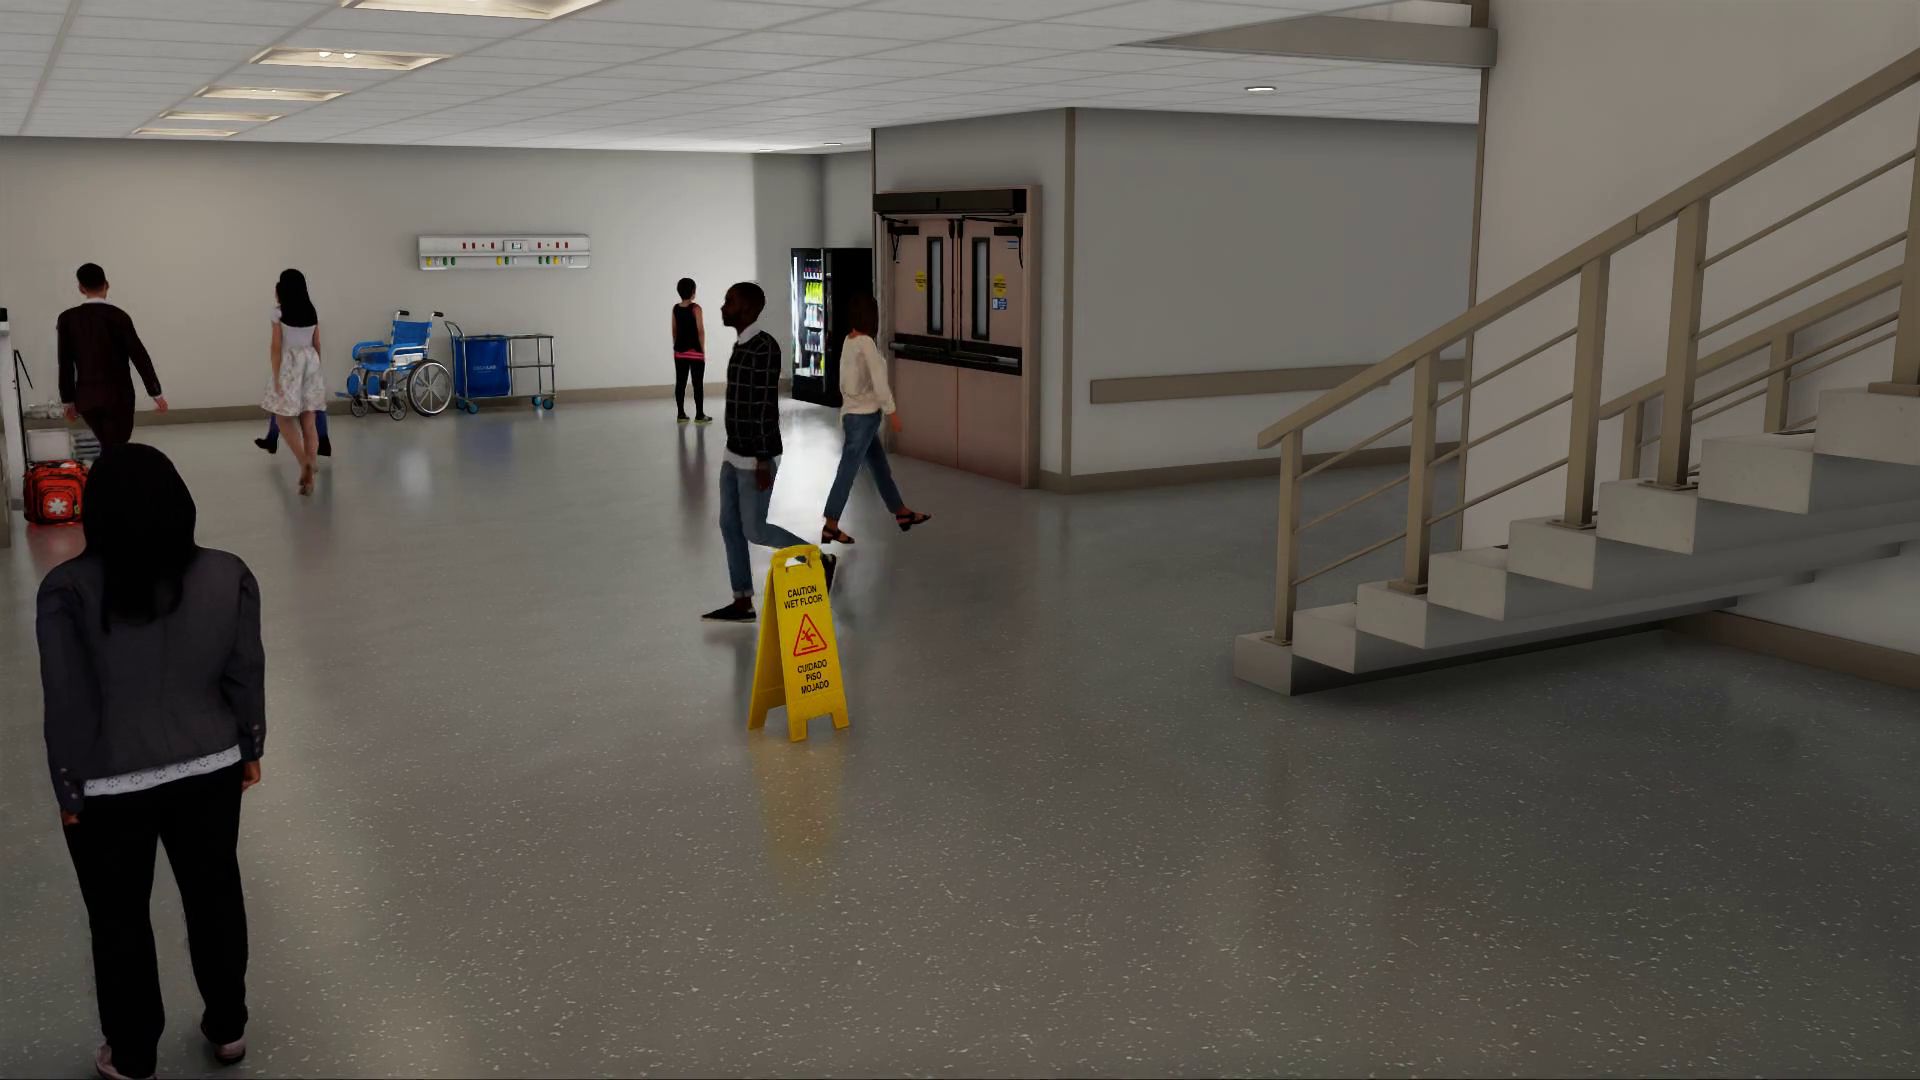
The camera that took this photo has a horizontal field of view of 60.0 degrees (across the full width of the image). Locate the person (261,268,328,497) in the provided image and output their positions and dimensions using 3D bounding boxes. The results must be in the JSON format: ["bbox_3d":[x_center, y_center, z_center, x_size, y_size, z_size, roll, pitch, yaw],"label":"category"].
[{"bbox_3d":[-5.100,-1.209,12.933,0.716,1.767,0.838,-10,15,-43],"label":"person"}]

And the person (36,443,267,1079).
[{"bbox_3d":[-1.984,0.555,4.094,0.734,1.596,0.732,-10,15,-42],"label":"person"}]

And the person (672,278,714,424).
[{"bbox_3d":[-2.928,-2.051,17.943,0.603,1.552,0.685,5,12,24],"label":"person"}]

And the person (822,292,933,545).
[{"bbox_3d":[-0.735,-0.770,10.931,0.829,1.651,1.011,-3,11,-17],"label":"person"}]

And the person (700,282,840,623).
[{"bbox_3d":[-1.008,-0.438,8.775,0.759,1.801,0.918,-5,12,-26],"label":"person"}]

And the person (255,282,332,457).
[{"bbox_3d":[-5.904,-1.500,14.971,1.139,1.577,1.016,4,12,21],"label":"person"}]

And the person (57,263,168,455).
[{"bbox_3d":[-5.830,-0.919,11.250,1.123,1.824,1.228,2,11,12],"label":"person"}]
